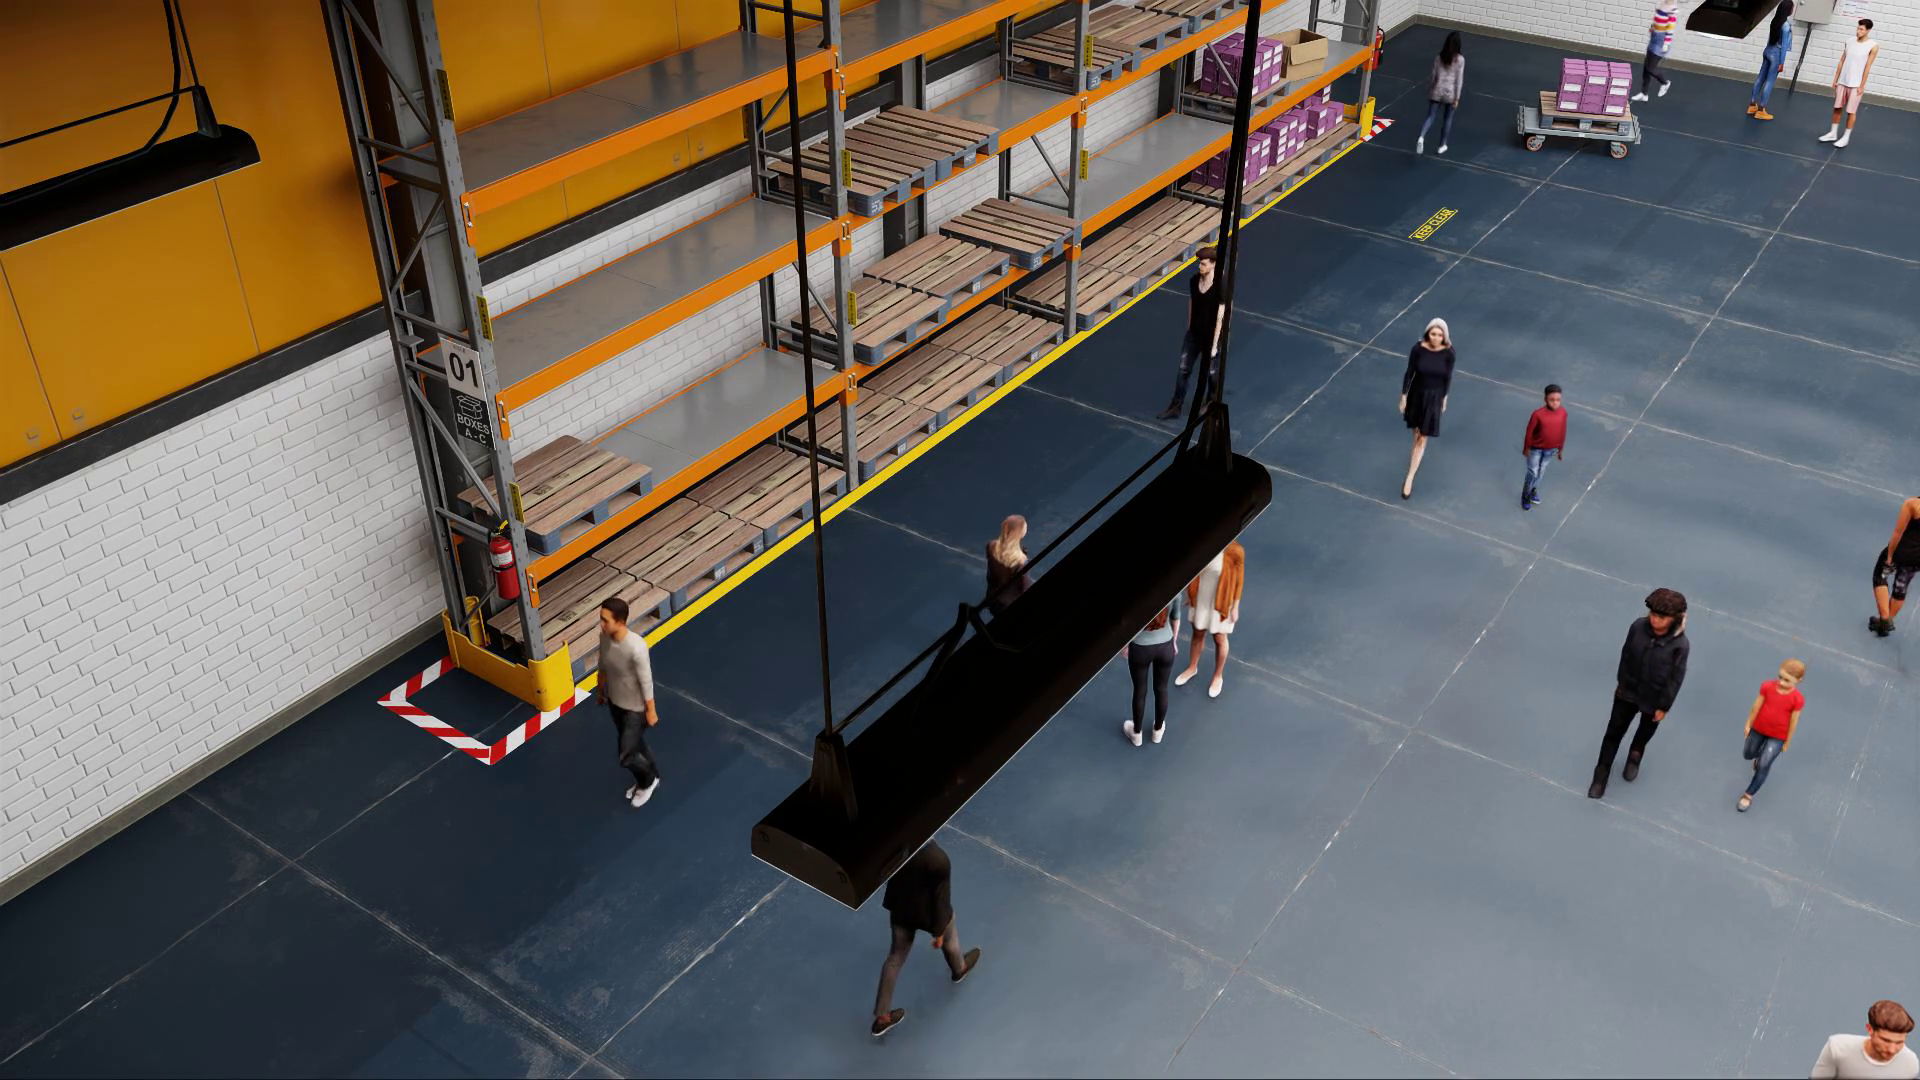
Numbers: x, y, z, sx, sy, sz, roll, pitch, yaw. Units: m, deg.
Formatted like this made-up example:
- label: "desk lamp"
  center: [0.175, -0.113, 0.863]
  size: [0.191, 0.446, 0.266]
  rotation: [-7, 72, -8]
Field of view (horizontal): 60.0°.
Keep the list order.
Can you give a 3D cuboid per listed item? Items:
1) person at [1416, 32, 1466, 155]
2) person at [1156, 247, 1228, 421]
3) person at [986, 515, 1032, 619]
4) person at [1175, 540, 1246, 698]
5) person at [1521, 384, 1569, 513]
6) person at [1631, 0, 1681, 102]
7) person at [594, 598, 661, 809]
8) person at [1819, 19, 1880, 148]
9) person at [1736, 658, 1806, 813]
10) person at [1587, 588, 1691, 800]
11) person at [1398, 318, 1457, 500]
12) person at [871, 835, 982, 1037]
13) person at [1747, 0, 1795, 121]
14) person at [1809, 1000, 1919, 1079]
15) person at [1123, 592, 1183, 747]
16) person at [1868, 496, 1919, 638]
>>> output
- label: "person"
  center: [6.675, -6.140, 23.056]
  size: [0.637, 1.710, 0.989]
  rotation: [23, 40, 30]
- label: "person"
  center: [2.546, -2.096, 16.830]
  size: [0.812, 1.868, 1.065]
  rotation: [28, 43, 35]
- label: "person"
  center: [0.321, 0.558, 12.995]
  size: [0.699, 1.693, 0.792]
  rotation: [29, 43, 36]
- label: "person"
  center: [2.002, 0.453, 13.126]
  size: [0.601, 1.722, 0.554]
  rotation: [20, 39, 27]
- label: "person"
  center: [5.455, -0.925, 15.631]
  size: [0.626, 1.246, 0.686]
  rotation: [-5, 34, -7]
- label: "person"
  center: [10.567, -7.458, 24.962]
  size: [0.965, 1.795, 0.901]
  rotation: [-6, 34, -8]
- label: "person"
  center: [-2.315, 1.130, 12.038]
  size: [0.707, 1.799, 0.670]
  rotation: [28, 43, 35]
- label: "person"
  center: [12.616, -6.471, 23.493]
  size: [0.730, 1.778, 0.732]
  rotation: [-17, 37, -24]
- label: "person"
  center: [5.935, 1.369, 12.134]
  size: [0.796, 1.296, 0.555]
  rotation: [-28, 43, -35]
- label: "person"
  center: [5.062, 1.059, 12.199]
  size: [0.609, 1.739, 1.012]
  rotation: [21, 39, 28]
- label: "person"
  center: [4.419, -1.328, 15.835]
  size: [0.797, 1.689, 1.245]
  rotation: [11, 35, 16]
- label: "person"
  center: [-0.314, 2.338, 10.265]
  size: [0.660, 1.751, 1.162]
  rotation: [23, 40, 30]
- label: "person"
  center: [11.961, -7.085, 24.475]
  size: [0.733, 1.713, 0.653]
  rotation: [-3, 34, -4]
- label: "person"
  center: [4.718, 3.141, 8.918]
  size: [0.747, 1.904, 0.735]
  rotation: [6, 34, 9]
- label: "person"
  center: [1.446, 0.821, 12.554]
  size: [0.670, 1.743, 0.719]
  rotation: [-3, 34, -5]
- label: "person"
  center: [7.846, 0.128, 13.679]
  size: [0.726, 1.652, 0.779]
  rotation: [0, 34, 0]
